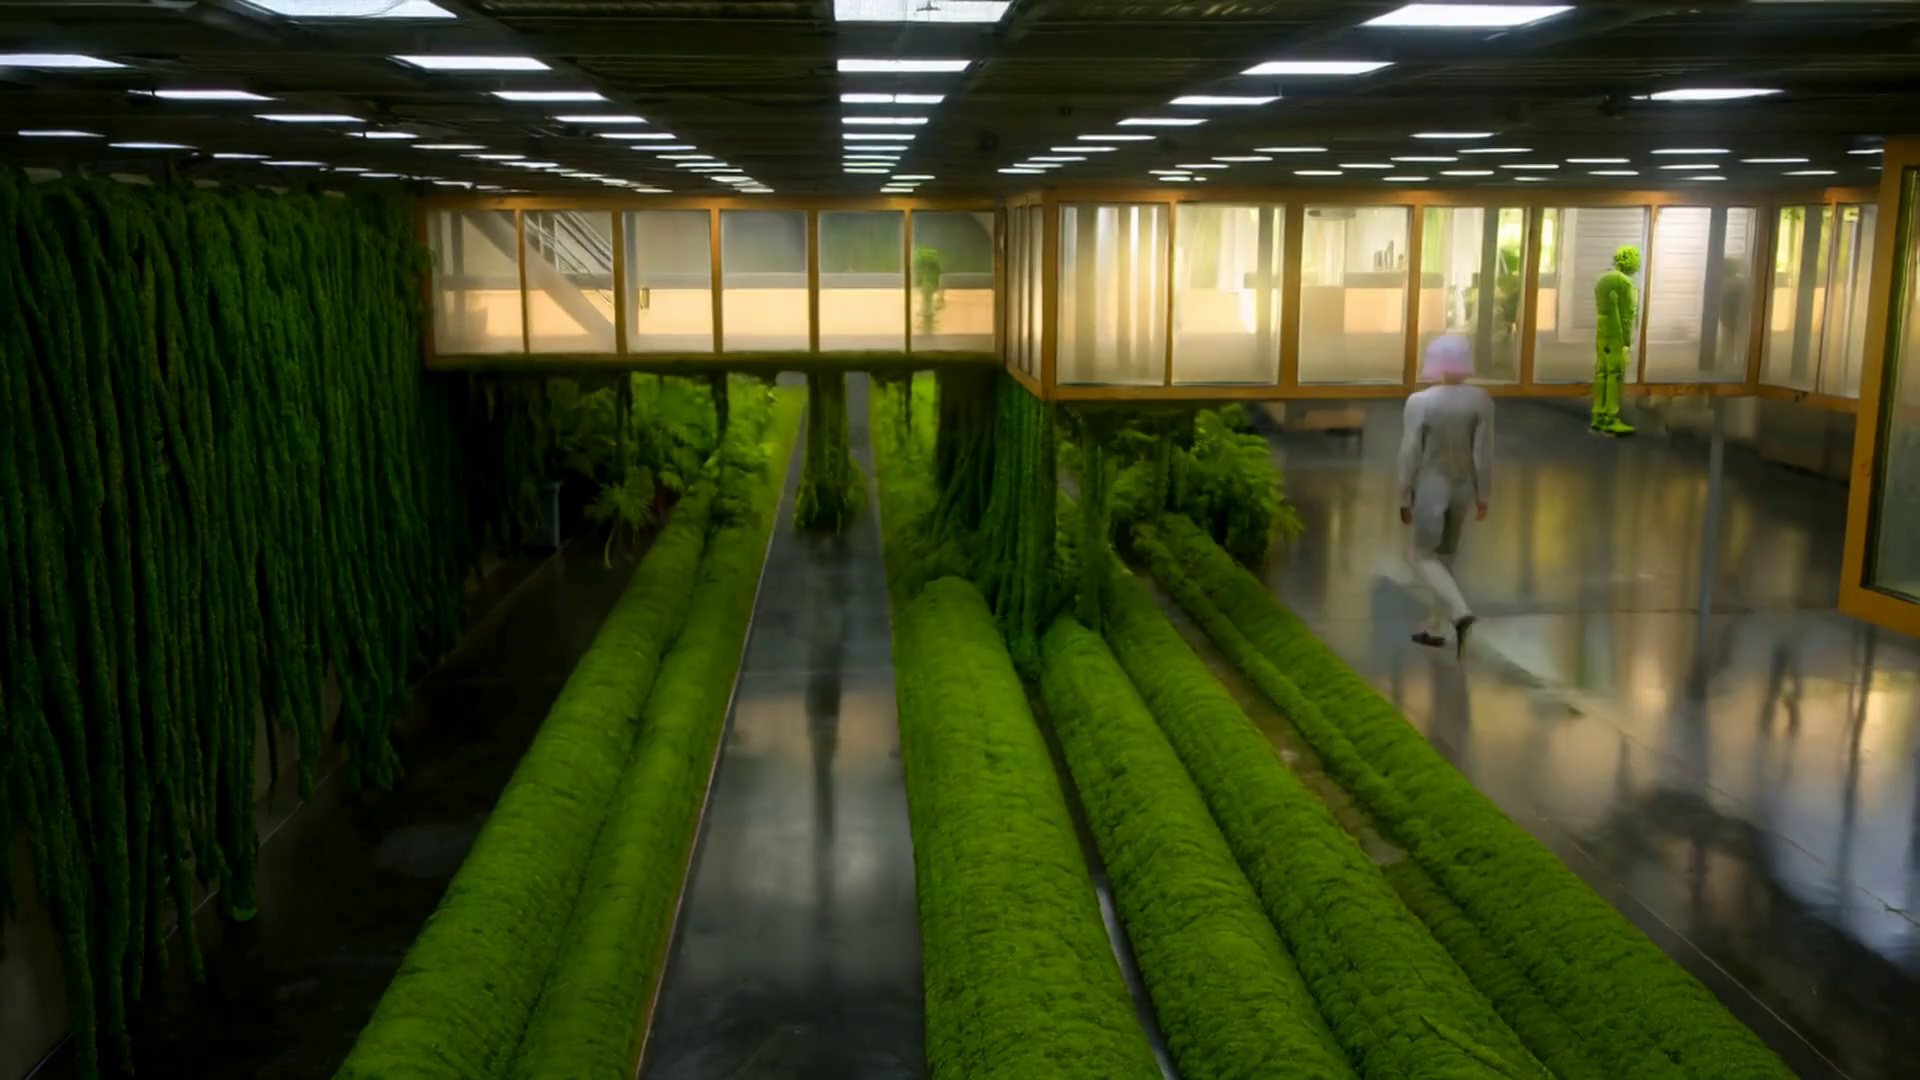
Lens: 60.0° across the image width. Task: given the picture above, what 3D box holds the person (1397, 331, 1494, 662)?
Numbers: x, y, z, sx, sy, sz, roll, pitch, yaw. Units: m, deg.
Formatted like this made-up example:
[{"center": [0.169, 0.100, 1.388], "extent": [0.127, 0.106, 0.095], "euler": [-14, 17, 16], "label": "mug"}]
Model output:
[{"center": [2.392, -0.202, 8.090], "extent": [0.503, 1.617, 0.641], "euler": [-3, 11, -18], "label": "person"}]

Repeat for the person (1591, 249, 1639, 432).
[{"center": [6.897, -2.091, 17.465], "extent": [0.409, 1.909, 0.640], "euler": [-1, 11, -4], "label": "person"}]
